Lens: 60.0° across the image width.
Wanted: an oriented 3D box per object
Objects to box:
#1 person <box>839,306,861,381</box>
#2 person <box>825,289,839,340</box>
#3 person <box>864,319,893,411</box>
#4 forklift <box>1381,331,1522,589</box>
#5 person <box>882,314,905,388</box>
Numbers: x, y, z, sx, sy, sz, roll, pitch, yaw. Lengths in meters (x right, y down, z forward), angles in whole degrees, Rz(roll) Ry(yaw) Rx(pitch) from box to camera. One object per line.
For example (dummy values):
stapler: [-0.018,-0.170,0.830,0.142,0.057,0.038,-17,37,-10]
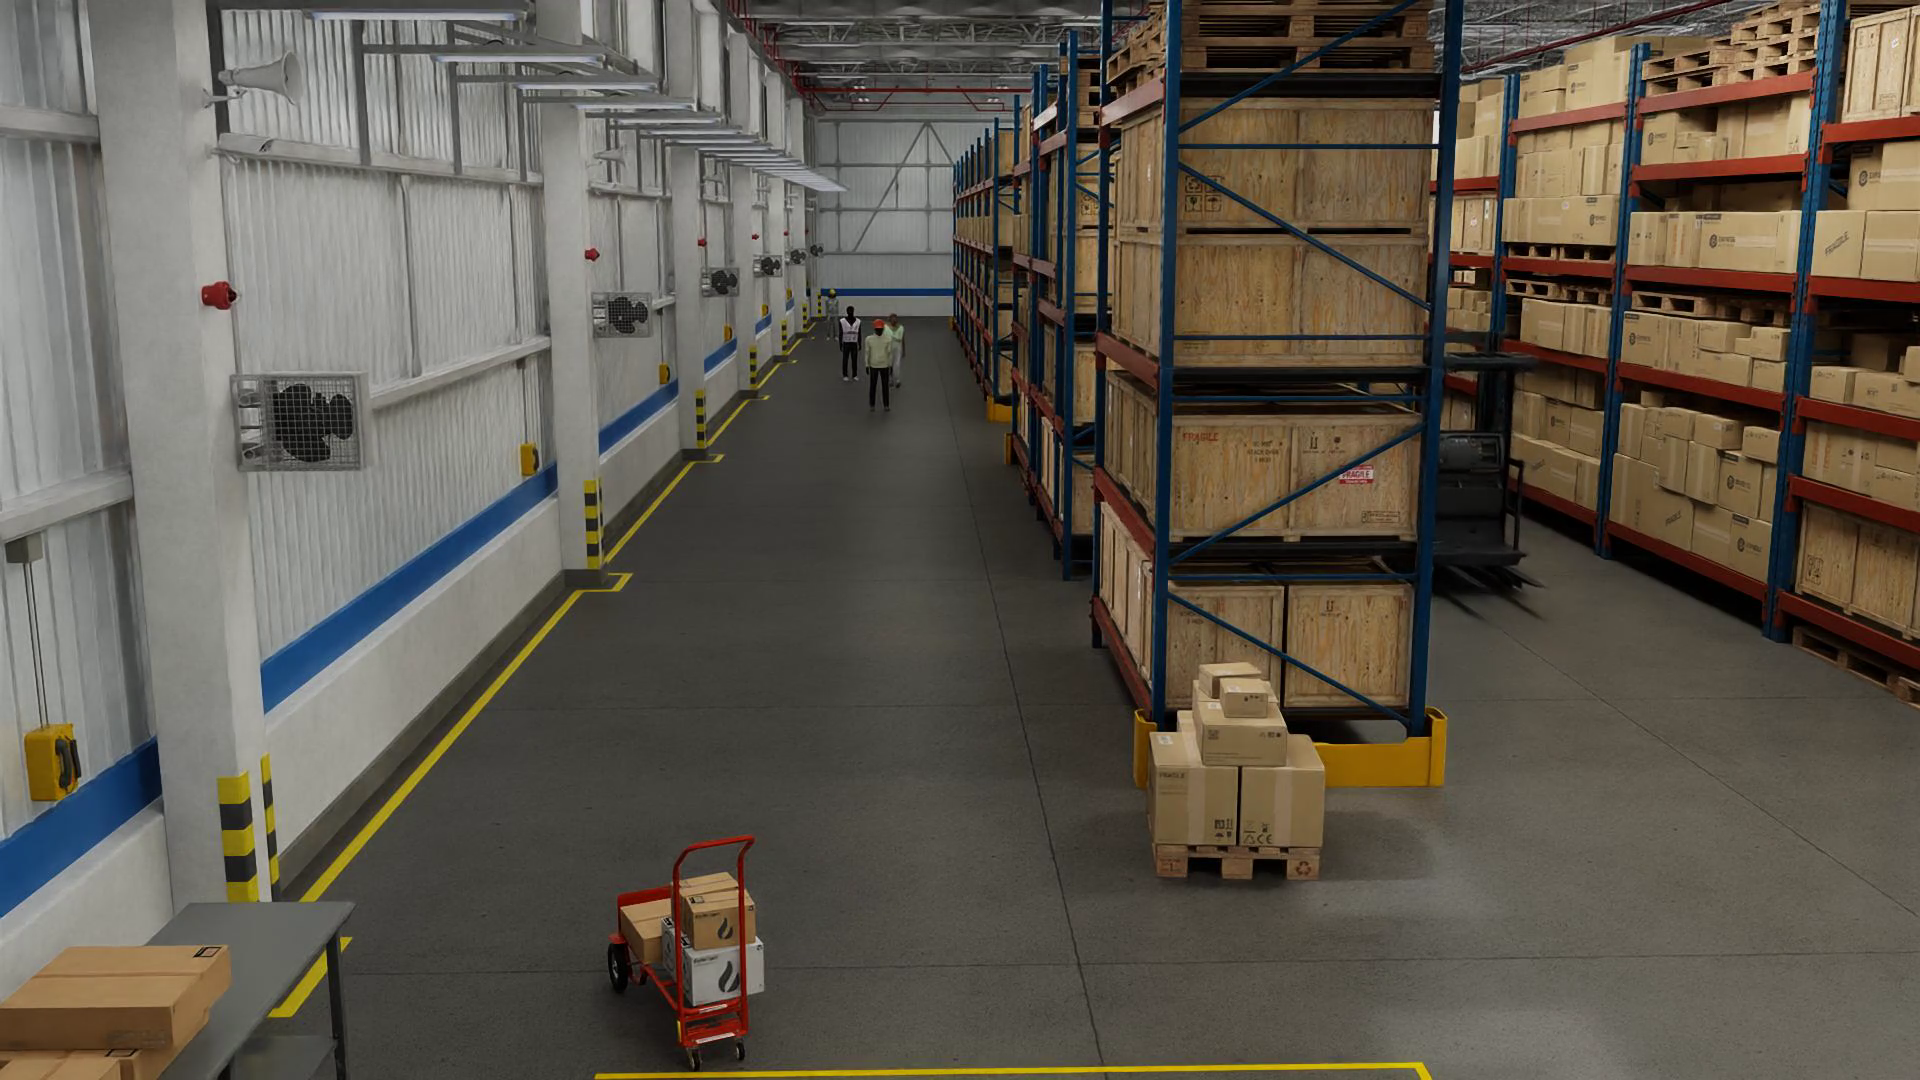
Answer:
person: [-2.806,-5.022,42.506,0.589,1.913,0.398,-4,12,-19]
person: [-4.374,-7.709,56.915,0.492,1.746,0.284,-4,12,-20]
person: [-1.735,-3.743,35.663,0.618,1.986,0.409,-2,11,-9]
forklift: [5.605,-0.984,18.971,1.129,2.768,1.873,0,11,-2]
person: [-1.632,-4.646,40.849,0.579,1.799,0.994,-2,11,-8]
